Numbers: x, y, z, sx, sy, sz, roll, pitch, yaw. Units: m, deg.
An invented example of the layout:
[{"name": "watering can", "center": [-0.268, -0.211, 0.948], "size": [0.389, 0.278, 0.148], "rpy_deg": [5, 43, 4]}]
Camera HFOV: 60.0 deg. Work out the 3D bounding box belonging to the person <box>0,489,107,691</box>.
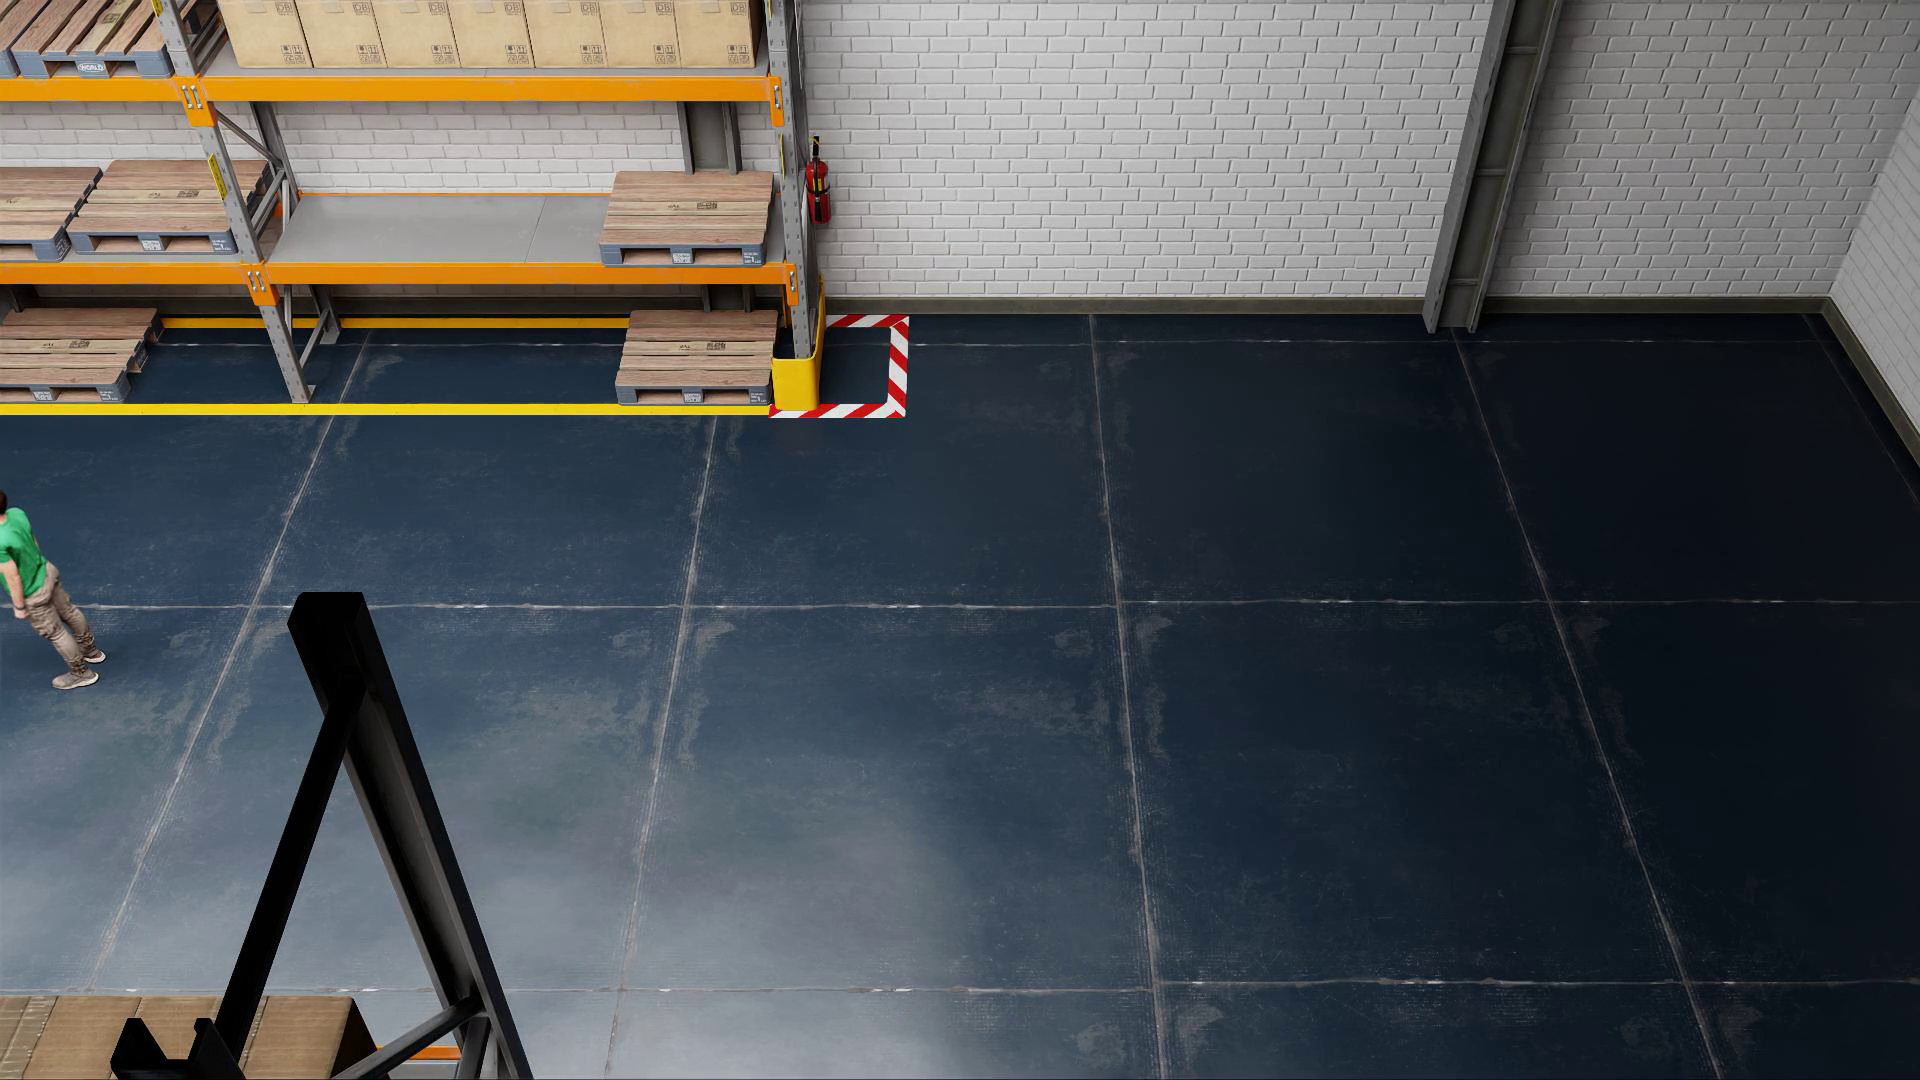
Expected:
[{"name": "person", "center": [-5.835, 0.278, 10.510], "size": [0.525, 1.650, 0.587], "rpy_deg": [-1, 44, -1]}]
